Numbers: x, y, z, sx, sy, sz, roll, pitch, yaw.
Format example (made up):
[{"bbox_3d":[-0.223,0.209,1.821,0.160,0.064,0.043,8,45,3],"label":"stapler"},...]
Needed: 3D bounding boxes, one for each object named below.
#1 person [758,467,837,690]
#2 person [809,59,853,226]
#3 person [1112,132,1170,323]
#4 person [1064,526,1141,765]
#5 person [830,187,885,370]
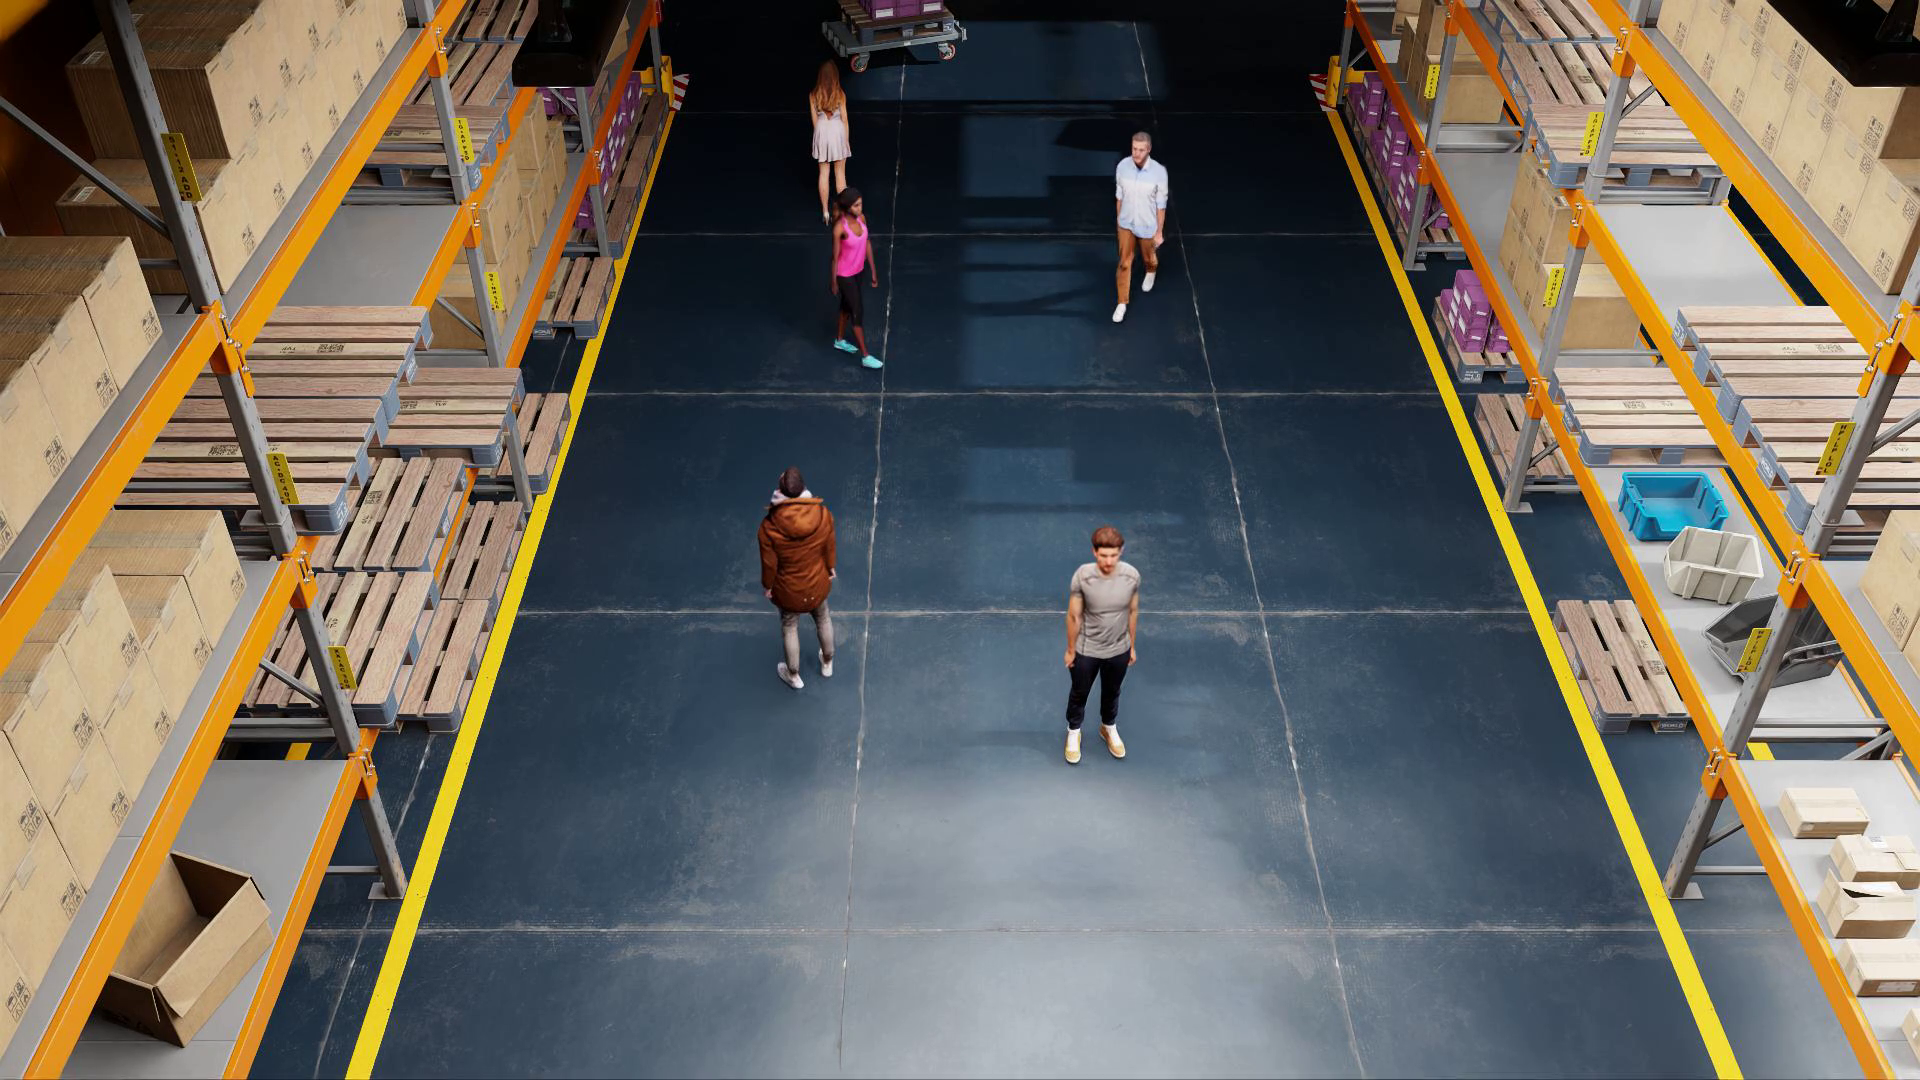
[{"bbox_3d":[-1.110,0.269,11.547,0.837,1.837,0.860,-17,42,-20],"label":"person"},{"bbox_3d":[-1.322,-4.057,17.017,0.583,1.770,0.601,4,39,5],"label":"person"},{"bbox_3d":[1.721,-3.019,15.698,0.956,1.796,1.246,13,40,15],"label":"person"},{"bbox_3d":[0.929,0.676,10.990,0.670,1.896,0.609,-5,39,-7],"label":"person"},{"bbox_3d":[-1.054,-2.425,15.030,0.928,1.701,0.920,25,45,28],"label":"person"}]
